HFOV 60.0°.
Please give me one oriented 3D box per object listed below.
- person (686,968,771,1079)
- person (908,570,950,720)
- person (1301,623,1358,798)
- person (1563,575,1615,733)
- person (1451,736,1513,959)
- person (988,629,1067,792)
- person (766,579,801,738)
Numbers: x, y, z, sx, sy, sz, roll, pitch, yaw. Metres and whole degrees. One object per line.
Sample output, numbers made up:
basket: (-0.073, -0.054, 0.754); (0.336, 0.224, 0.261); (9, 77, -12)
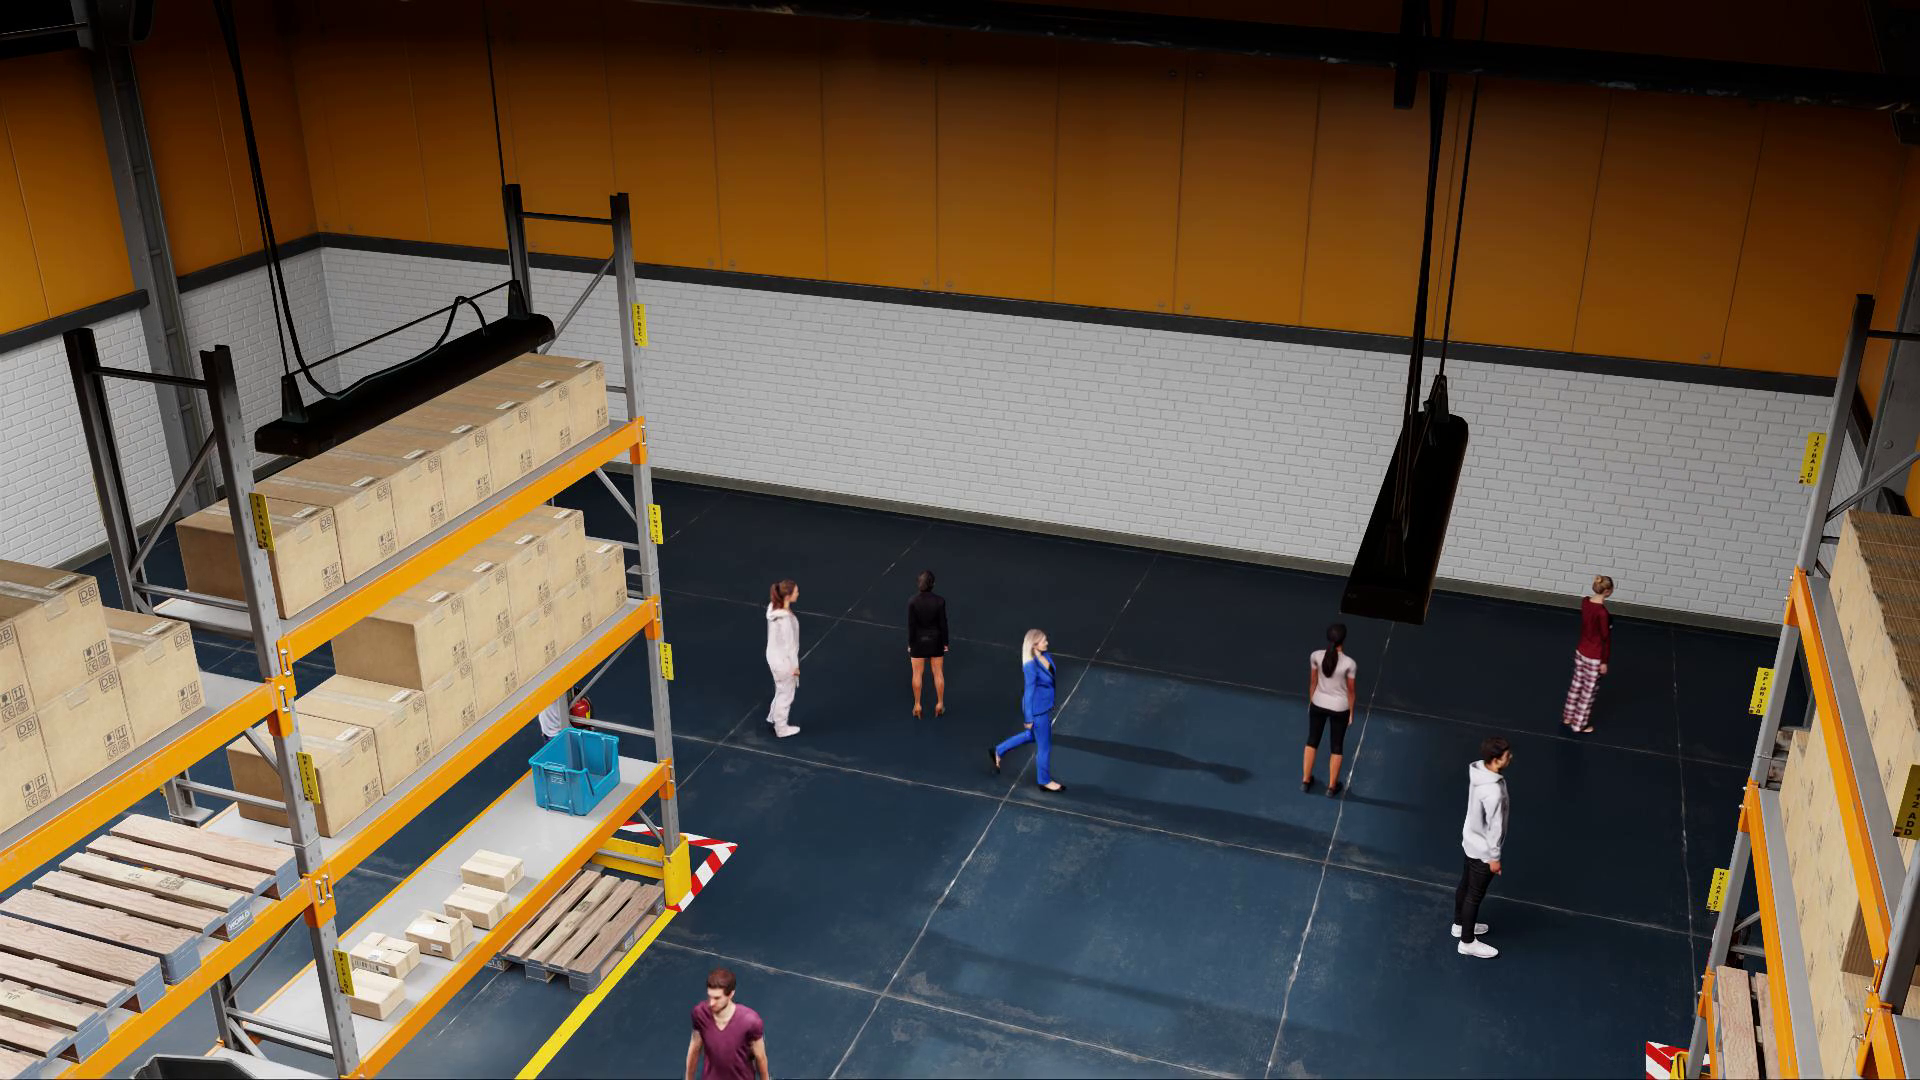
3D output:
person: (-1.471, 3.529, 10.923); (0.697, 1.802, 1.127); (9, 25, 20)
person: (-0.329, 1.054, 16.787); (0.678, 1.640, 0.729); (-1, 24, -3)
person: (3.436, 1.573, 15.470); (0.623, 1.744, 0.571); (12, 26, 26)
person: (6.287, 1.120, 16.560); (0.732, 1.700, 0.606); (-4, 24, -9)
person: (4.169, 2.422, 13.300); (0.808, 1.927, 0.654); (1, 24, 3)
person: (0.633, 1.578, 15.537); (0.744, 1.681, 0.969); (6, 24, 14)
person: (-1.833, 1.183, 16.443); (0.809, 1.679, 0.749); (-11, 26, -23)
